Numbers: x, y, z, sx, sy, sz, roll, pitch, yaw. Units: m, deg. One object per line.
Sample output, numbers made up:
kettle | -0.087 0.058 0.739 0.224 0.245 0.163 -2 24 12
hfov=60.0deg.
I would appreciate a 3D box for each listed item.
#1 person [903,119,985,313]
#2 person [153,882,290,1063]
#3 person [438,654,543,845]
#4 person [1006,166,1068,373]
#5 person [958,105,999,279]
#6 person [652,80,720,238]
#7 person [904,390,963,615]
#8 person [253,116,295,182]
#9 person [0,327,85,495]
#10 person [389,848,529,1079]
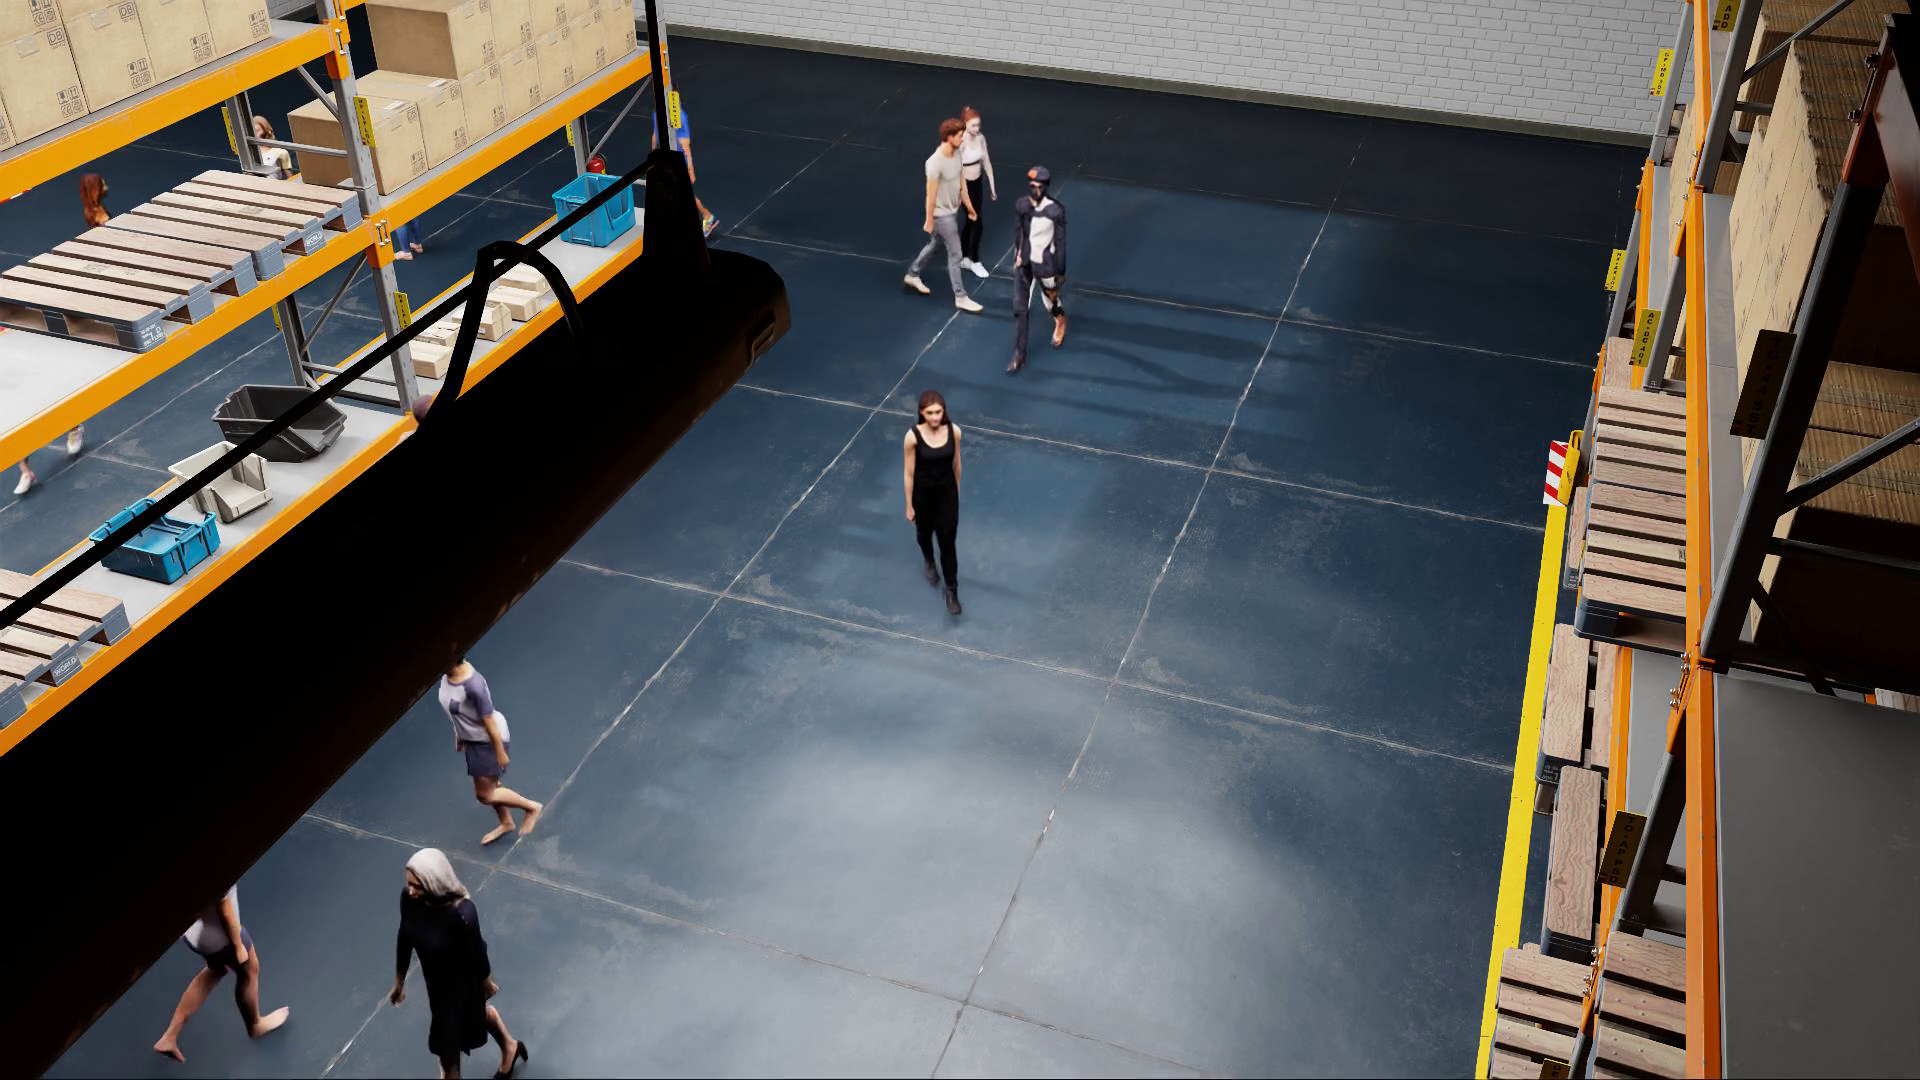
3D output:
person | -0.227 -3.147 16.001 0.697 1.848 1.080 13 36 18
person | -3.829 2.010 8.376 0.825 1.699 0.995 20 38 27
person | -2.773 1.138 9.829 0.742 1.543 0.800 26 42 34
person | 0.756 -2.488 15.005 0.779 1.852 1.224 15 36 21
person | 0.036 -3.508 16.644 0.783 1.737 0.754 21 39 29
person | -2.849 -3.831 17.050 0.968 1.825 1.320 27 42 35
person | -0.215 -0.358 11.984 0.953 1.650 1.127 -7 34 -11
person | -6.747 -3.339 16.400 0.689 1.725 0.658 1 34 1
person | -7.499 -1.299 13.337 0.787 1.719 1.165 1 34 2
person | -2.433 2.125 8.187 0.762 1.716 1.091 20 39 27
